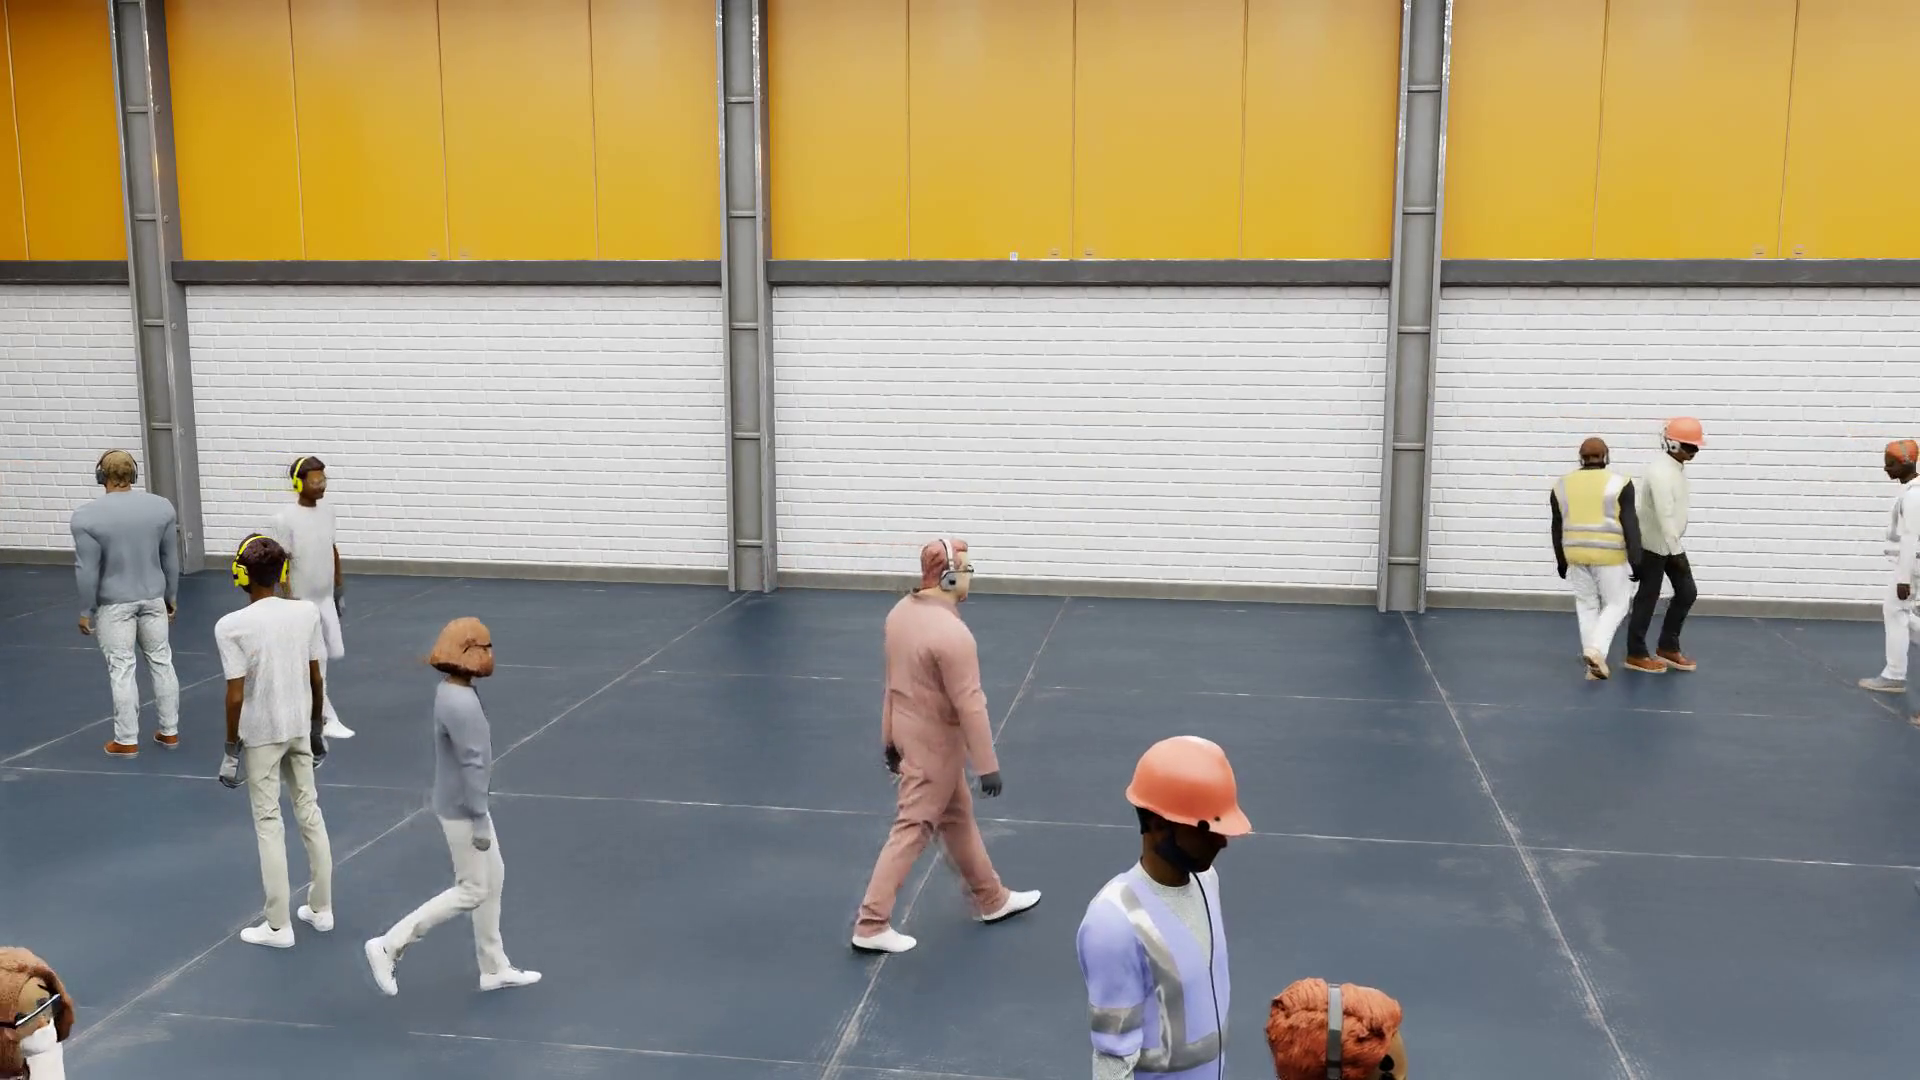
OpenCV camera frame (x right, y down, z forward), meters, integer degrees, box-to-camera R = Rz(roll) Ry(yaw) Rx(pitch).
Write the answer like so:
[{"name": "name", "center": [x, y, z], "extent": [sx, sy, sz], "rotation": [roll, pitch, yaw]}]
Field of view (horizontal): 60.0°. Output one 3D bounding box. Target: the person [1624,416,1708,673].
[{"name": "person", "center": [5.299, 0.050, 12.421], "extent": [0.632, 1.959, 0.626], "rotation": [8, 12, 41]}]

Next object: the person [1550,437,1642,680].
[{"name": "person", "center": [4.671, 0.154, 12.285], "extent": [0.694, 1.807, 0.541], "rotation": [8, 12, 42]}]

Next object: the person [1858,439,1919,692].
[{"name": "person", "center": [6.813, 0.201, 11.821], "extent": [0.552, 1.858, 0.656], "rotation": [6, 11, 32]}]

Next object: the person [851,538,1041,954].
[{"name": "person", "center": [-0.071, 0.913, 7.441], "extent": [0.996, 1.855, 0.664], "rotation": [-4, 10, -22]}]

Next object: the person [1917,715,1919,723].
[{"name": "person", "center": [6.800, 0.293, 10.933], "extent": [0.831, 1.954, 0.666], "rotation": [4, 10, 21]}]

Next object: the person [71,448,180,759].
[{"name": "person", "center": [-5.182, 0.395, 10.376], "extent": [0.372, 1.941, 0.627], "rotation": [8, 12, 41]}]

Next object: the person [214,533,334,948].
[{"name": "person", "center": [-3.090, 0.899, 7.478], "extent": [0.331, 1.872, 0.513], "rotation": [6, 11, 34]}]

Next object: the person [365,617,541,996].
[{"name": "person", "center": [-2.120, 1.123, 6.890], "extent": [0.626, 1.606, 0.517], "rotation": [-3, 10, -18]}]

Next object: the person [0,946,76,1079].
[{"name": "person", "center": [-1.974, 1.652, 3.679], "extent": [0.823, 1.586, 0.512], "rotation": [0, 9, -2]}]

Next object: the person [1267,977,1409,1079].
[{"name": "person", "center": [0.604, 1.649, 2.818], "extent": [0.354, 1.882, 0.585], "rotation": [1, 9, 4]}]

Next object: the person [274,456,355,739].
[{"name": "person", "center": [-4.254, 0.364, 10.837], "extent": [0.645, 1.851, 0.524], "rotation": [4, 10, 24]}]

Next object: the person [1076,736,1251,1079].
[{"name": "person", "center": [0.513, 1.418, 4.083], "extent": [0.363, 1.933, 0.543], "rotation": [6, 11, 31]}]
